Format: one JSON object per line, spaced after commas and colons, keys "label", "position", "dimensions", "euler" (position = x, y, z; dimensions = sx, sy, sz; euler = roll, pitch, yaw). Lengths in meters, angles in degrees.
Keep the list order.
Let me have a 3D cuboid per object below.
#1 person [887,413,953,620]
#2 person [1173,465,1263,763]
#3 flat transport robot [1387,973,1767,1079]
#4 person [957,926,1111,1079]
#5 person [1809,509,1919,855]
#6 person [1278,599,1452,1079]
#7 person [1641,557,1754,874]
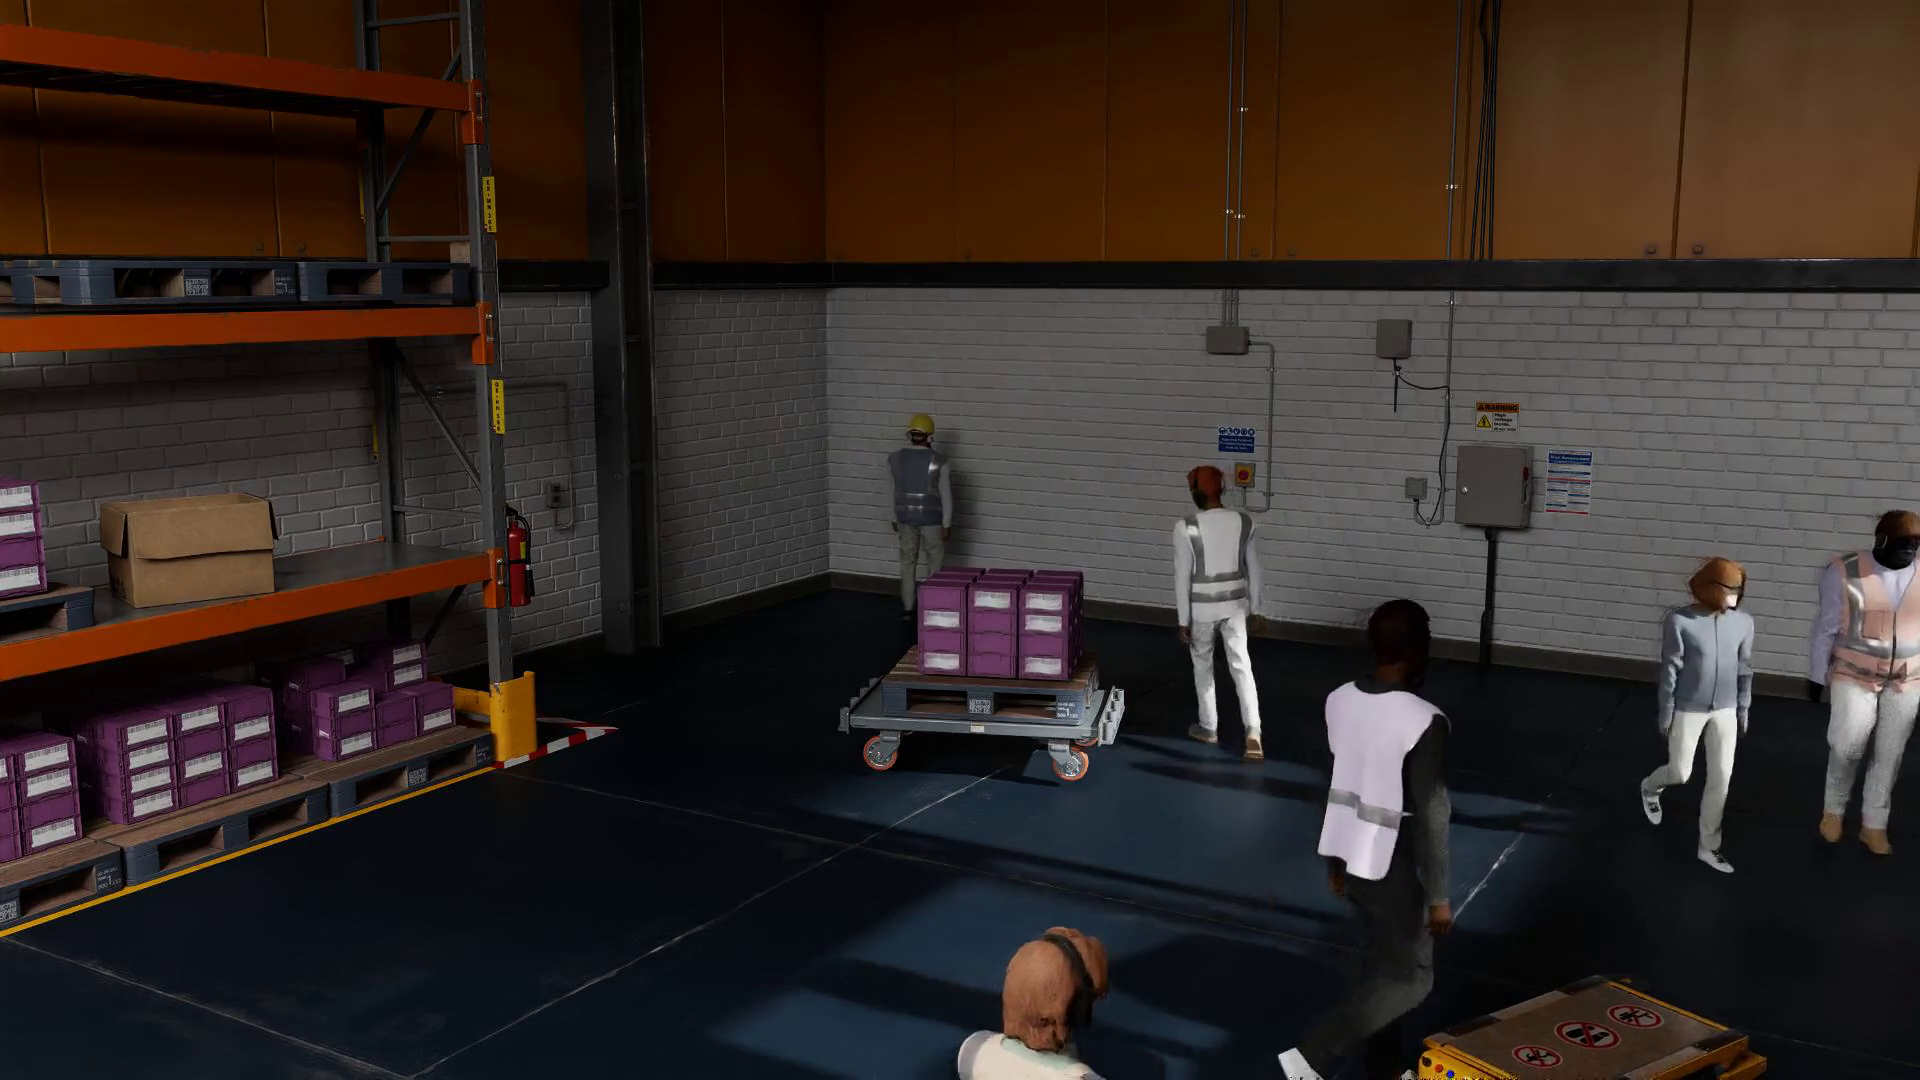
{"label": "person", "position": [-0.341, -0.194, 14.499], "dimensions": [0.612, 1.824, 0.413], "euler": [3, 9, 15]}
{"label": "person", "position": [1.640, 0.453, 10.415], "dimensions": [0.626, 1.843, 0.915], "euler": [-2, 9, -12]}
{"label": "flat transport robot", "position": [2.252, 1.927, 6.098], "dimensions": [1.431, 0.197, 0.652], "euler": [-6, 11, -33]}
{"label": "person", "position": [0.241, 1.635, 3.766], "dimensions": [0.541, 1.591, 0.831], "euler": [8, 12, 42]}
{"label": "person", "position": [4.807, 0.737, 8.698], "dimensions": [0.660, 1.824, 0.430], "euler": [2, 9, 11]}
{"label": "person", "position": [1.449, 1.151, 5.869], "dimensions": [0.670, 1.902, 0.611], "euler": [-4, 10, -21]}
{"label": "person", "position": [3.807, 0.862, 8.614], "dimensions": [0.502, 1.612, 0.625], "euler": [-1, 9, -6]}
